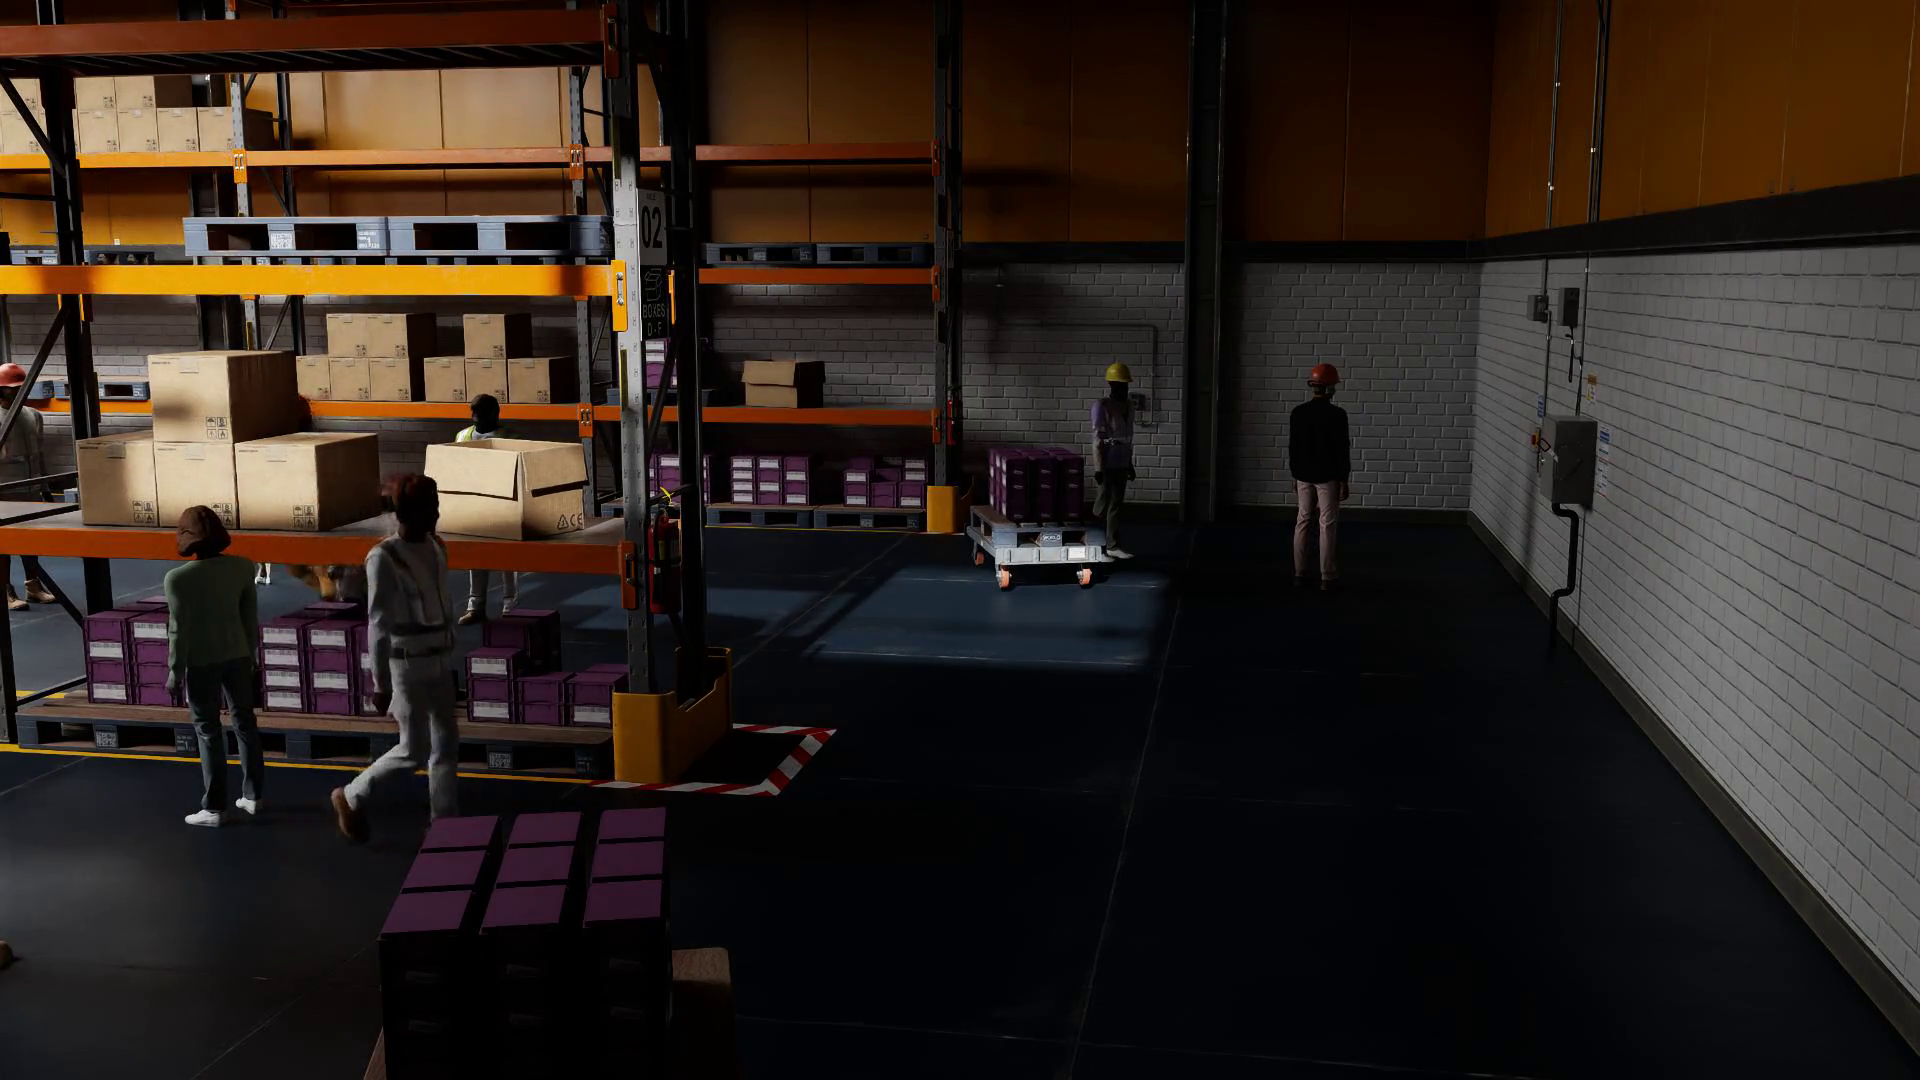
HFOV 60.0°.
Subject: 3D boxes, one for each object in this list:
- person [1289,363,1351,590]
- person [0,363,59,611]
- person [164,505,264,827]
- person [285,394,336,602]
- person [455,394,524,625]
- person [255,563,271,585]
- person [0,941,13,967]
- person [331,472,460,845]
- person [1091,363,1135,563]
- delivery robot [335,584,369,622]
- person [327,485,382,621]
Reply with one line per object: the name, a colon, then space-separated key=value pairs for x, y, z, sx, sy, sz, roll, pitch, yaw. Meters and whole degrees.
person: x=3.180 y=-0.555 z=14.672 sx=0.375 sy=1.995 sz=0.610 roll=-9 pitch=13 yaw=-43
person: x=-7.820 y=-0.442 z=13.819 sx=0.370 sy=2.044 sz=0.608 roll=3 pitch=10 yaw=19
person: x=-3.775 y=0.633 z=8.419 sx=0.281 sy=1.633 sz=0.499 roll=5 pitch=11 yaw=30
person: x=-4.898 y=-0.172 z=12.571 sx=0.552 sy=1.913 sz=0.590 roll=4 pitch=10 yaw=22
person: x=-3.729 y=-0.232 z=13.136 sx=0.625 sy=1.846 sz=0.429 roll=2 pitch=9 yaw=13
person: x=-6.307 y=-0.377 z=14.670 sx=0.308 sy=1.639 sz=0.510 roll=3 pitch=10 yaw=18
person: x=-4.129 y=0.736 z=6.517 sx=0.690 sy=2.000 sz=0.538 roll=-1 pitch=9 yaw=-4
person: x=-2.627 y=0.604 z=7.893 sx=0.650 sy=1.869 sz=0.581 roll=2 pitch=9 yaw=13
person: x=1.502 y=-0.749 z=16.079 sx=0.384 sy=1.928 sz=0.588 roll=8 pitch=12 yaw=42
delivery robot: x=-4.654 y=0.374 z=13.067 sx=0.477 sy=0.478 sz=0.707 roll=0 pitch=9 yaw=-4
person: x=-4.168 y=0.113 z=11.450 sx=0.319 sy=1.696 sz=0.532 roll=2 pitch=9 yaw=11
